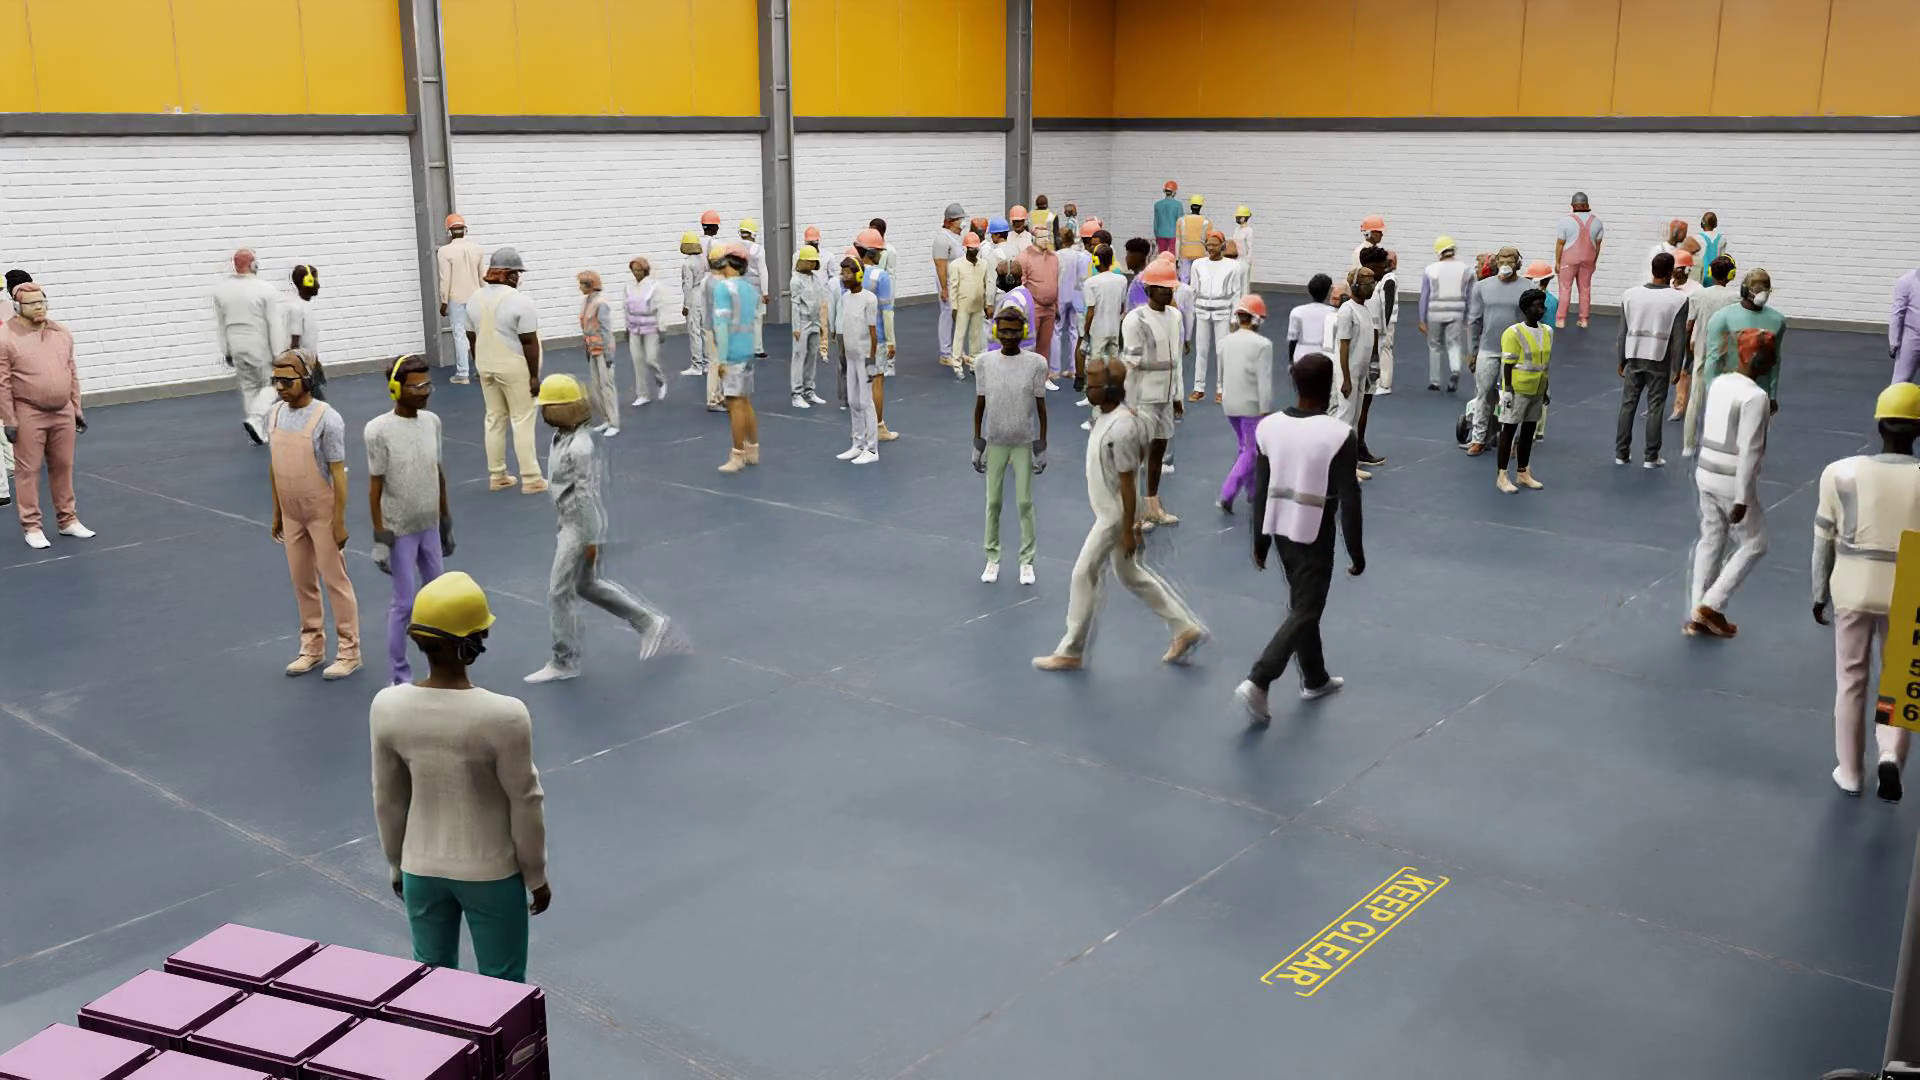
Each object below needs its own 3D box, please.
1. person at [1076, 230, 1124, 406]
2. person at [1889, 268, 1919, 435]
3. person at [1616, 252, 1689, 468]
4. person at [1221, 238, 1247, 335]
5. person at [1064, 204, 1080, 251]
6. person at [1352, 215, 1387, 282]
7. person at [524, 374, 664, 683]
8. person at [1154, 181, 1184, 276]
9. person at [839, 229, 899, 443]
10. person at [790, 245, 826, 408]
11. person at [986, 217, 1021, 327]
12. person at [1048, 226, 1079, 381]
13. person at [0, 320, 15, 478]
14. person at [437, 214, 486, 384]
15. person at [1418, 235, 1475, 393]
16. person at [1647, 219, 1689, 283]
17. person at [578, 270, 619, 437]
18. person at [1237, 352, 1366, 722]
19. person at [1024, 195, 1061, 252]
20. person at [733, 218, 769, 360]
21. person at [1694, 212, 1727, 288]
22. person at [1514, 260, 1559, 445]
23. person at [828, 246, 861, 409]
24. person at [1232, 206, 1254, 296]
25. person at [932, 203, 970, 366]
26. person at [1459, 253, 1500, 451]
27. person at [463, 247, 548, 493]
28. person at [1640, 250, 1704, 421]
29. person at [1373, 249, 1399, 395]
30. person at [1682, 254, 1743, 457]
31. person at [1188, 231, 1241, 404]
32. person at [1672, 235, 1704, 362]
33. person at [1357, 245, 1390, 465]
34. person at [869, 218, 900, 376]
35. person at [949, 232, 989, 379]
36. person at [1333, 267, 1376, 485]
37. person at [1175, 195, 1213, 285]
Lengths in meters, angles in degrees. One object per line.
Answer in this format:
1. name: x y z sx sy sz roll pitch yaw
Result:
1. person: 1.537 -2.357 17.841 0.393 1.920 0.587 -7 16 -27
2. person: 9.380 -1.929 16.160 0.652 1.904 0.402 2 14 7
3. person: 6.143 -1.594 14.816 0.589 1.911 0.387 12 18 39
4. person: 3.420 -3.006 21.097 0.507 1.605 0.765 -3 14 -11
5. person: 1.984 -5.153 29.599 0.313 1.634 0.514 4 15 14
6. person: 4.736 -2.767 19.324 0.380 1.994 0.618 9 17 32
7. person: -2.044 -0.079 9.171 0.750 1.709 0.492 -6 15 -23
8. person: 3.872 -5.628 30.754 0.609 1.996 0.379 9 17 33
9. person: -0.864 -1.955 15.995 0.608 2.039 0.374 10 17 35
10. person: -1.638 -2.313 18.020 0.322 1.743 0.489 9 16 31
11. person: 0.500 -2.852 19.785 0.416 1.939 0.605 10 17 36
12. person: 1.259 -2.822 19.877 0.524 1.833 0.339 -7 16 -25
13. person: -8.421 -1.399 14.385 0.354 1.737 0.574 -14 19 -43
14. person: -5.882 -2.846 19.657 0.403 1.983 0.617 12 18 40
15. person: 5.492 -2.529 18.780 0.600 1.802 0.568 1 14 2
16. person: 8.805 -3.053 20.744 0.583 1.857 0.504 -10 17 -35
17. person: -3.531 -1.833 16.342 0.324 1.629 0.582 -8 16 -29
18. person: 1.747 -0.022 8.572 0.909 1.890 0.596 -11 18 -38
19. person: 1.415 -4.982 28.521 0.666 1.838 0.430 4 15 16
20. person: -2.740 -3.257 21.638 0.597 1.825 0.403 9 16 31
21. person: 10.292 -3.604 23.004 0.501 1.839 0.340 0 14 -1
22. person: 5.472 -1.785 15.887 0.330 1.750 0.572 11 18 37
23. person: -1.129 -2.275 17.852 0.572 1.746 0.347 4 15 15
24. person: 4.403 -4.342 26.075 0.306 1.772 0.525 -6 15 -22
25. person: -0.030 -3.250 21.162 0.538 2.000 0.687 7 16 25
26. person: 4.951 -1.756 15.585 0.373 1.843 0.571 9 16 31
27. person: -3.726 -1.416 13.833 0.683 2.000 0.536 7 16 26
28. person: 7.381 -2.108 17.175 0.339 1.752 0.564 -8 16 -29
29. person: 4.797 -2.464 18.826 0.309 1.644 0.513 1 14 5
30. person: 6.871 -1.666 15.177 0.530 1.871 0.323 11 18 38
31. person: 2.771 -2.435 18.225 0.584 1.882 0.349 6 15 22
32. person: 9.351 -3.097 21.388 0.534 1.625 0.322 -10 17 -34
33. person: 3.645 -1.662 14.970 0.367 1.965 0.607 -2 14 -6
34. person: -0.951 -2.940 20.198 0.399 1.915 0.592 -8 16 -30
35. person: 0.128 -2.820 20.021 0.560 1.753 0.327 -9 17 -32
36. person: 3.355 -1.393 14.139 0.345 1.846 0.506 8 16 30
37. person: 3.723 -4.540 26.576 0.587 1.917 0.400 2 14 9
